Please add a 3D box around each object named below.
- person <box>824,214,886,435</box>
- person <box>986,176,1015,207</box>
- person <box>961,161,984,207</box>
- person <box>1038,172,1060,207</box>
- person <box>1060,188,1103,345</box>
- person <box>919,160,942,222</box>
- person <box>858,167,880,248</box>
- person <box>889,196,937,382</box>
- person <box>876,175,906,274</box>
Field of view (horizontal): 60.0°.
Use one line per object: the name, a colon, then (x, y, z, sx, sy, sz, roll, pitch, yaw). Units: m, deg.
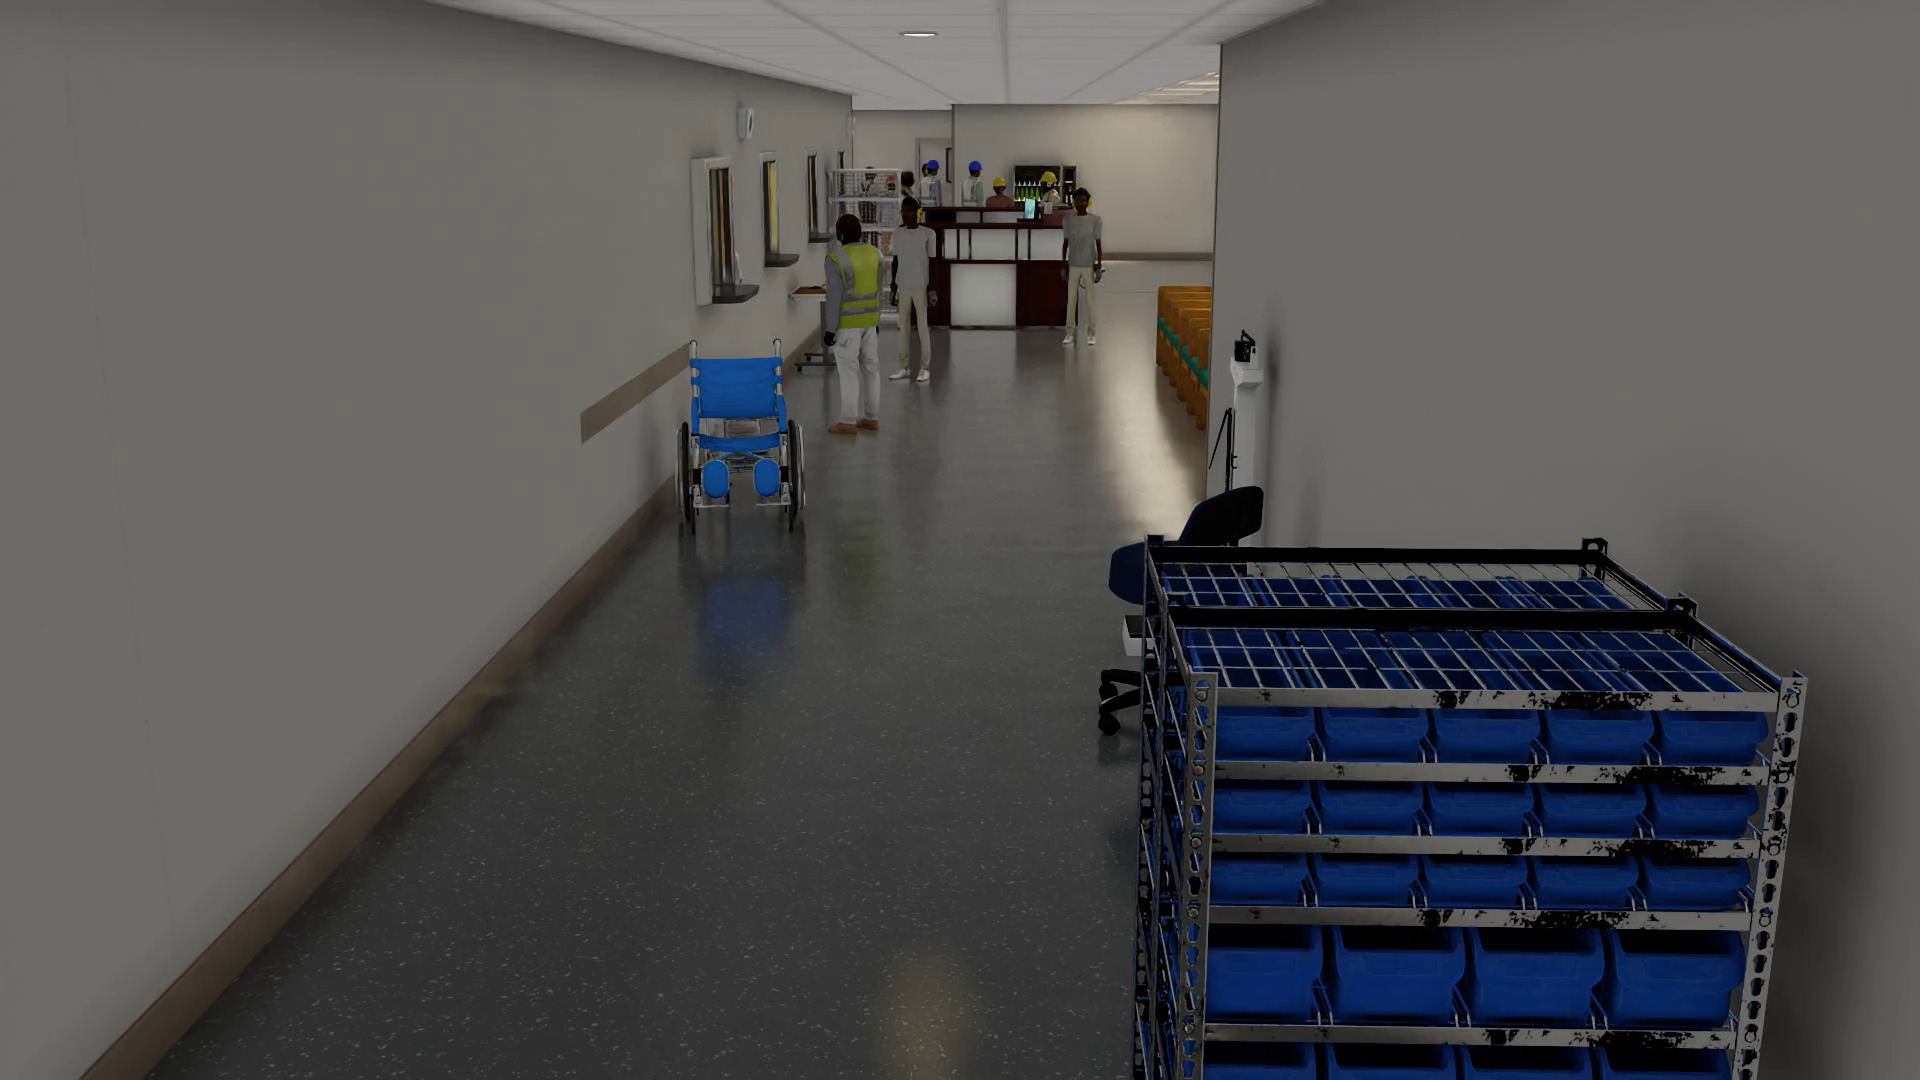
person: (-0.908, -1.806, 13.980, 0.430, 1.841, 0.624, 13, 19, 42)
person: (0.652, -5.156, 27.722, 0.524, 1.769, 0.325, 5, 15, 21)
person: (0.260, -6.251, 31.786, 0.399, 1.949, 0.605, -9, 17, -33)
person: (1.498, -5.335, 28.310, 0.404, 1.833, 0.587, -1, 14, -3)
person: (1.448, -3.250, 19.808, 0.506, 1.861, 0.329, 4, 15, 17)
person: (-0.561, -6.569, 33.077, 0.402, 1.945, 0.614, -11, 18, -39)
person: (-1.699, -6.142, 31.553, 0.504, 1.847, 0.344, 9, 16, 31)
person: (-0.482, -2.550, 16.928, 0.536, 1.869, 0.312, 6, 15, 22)
person: (-1.215, -5.599, 29.572, 0.559, 1.743, 0.359, -1, 14, -5)
